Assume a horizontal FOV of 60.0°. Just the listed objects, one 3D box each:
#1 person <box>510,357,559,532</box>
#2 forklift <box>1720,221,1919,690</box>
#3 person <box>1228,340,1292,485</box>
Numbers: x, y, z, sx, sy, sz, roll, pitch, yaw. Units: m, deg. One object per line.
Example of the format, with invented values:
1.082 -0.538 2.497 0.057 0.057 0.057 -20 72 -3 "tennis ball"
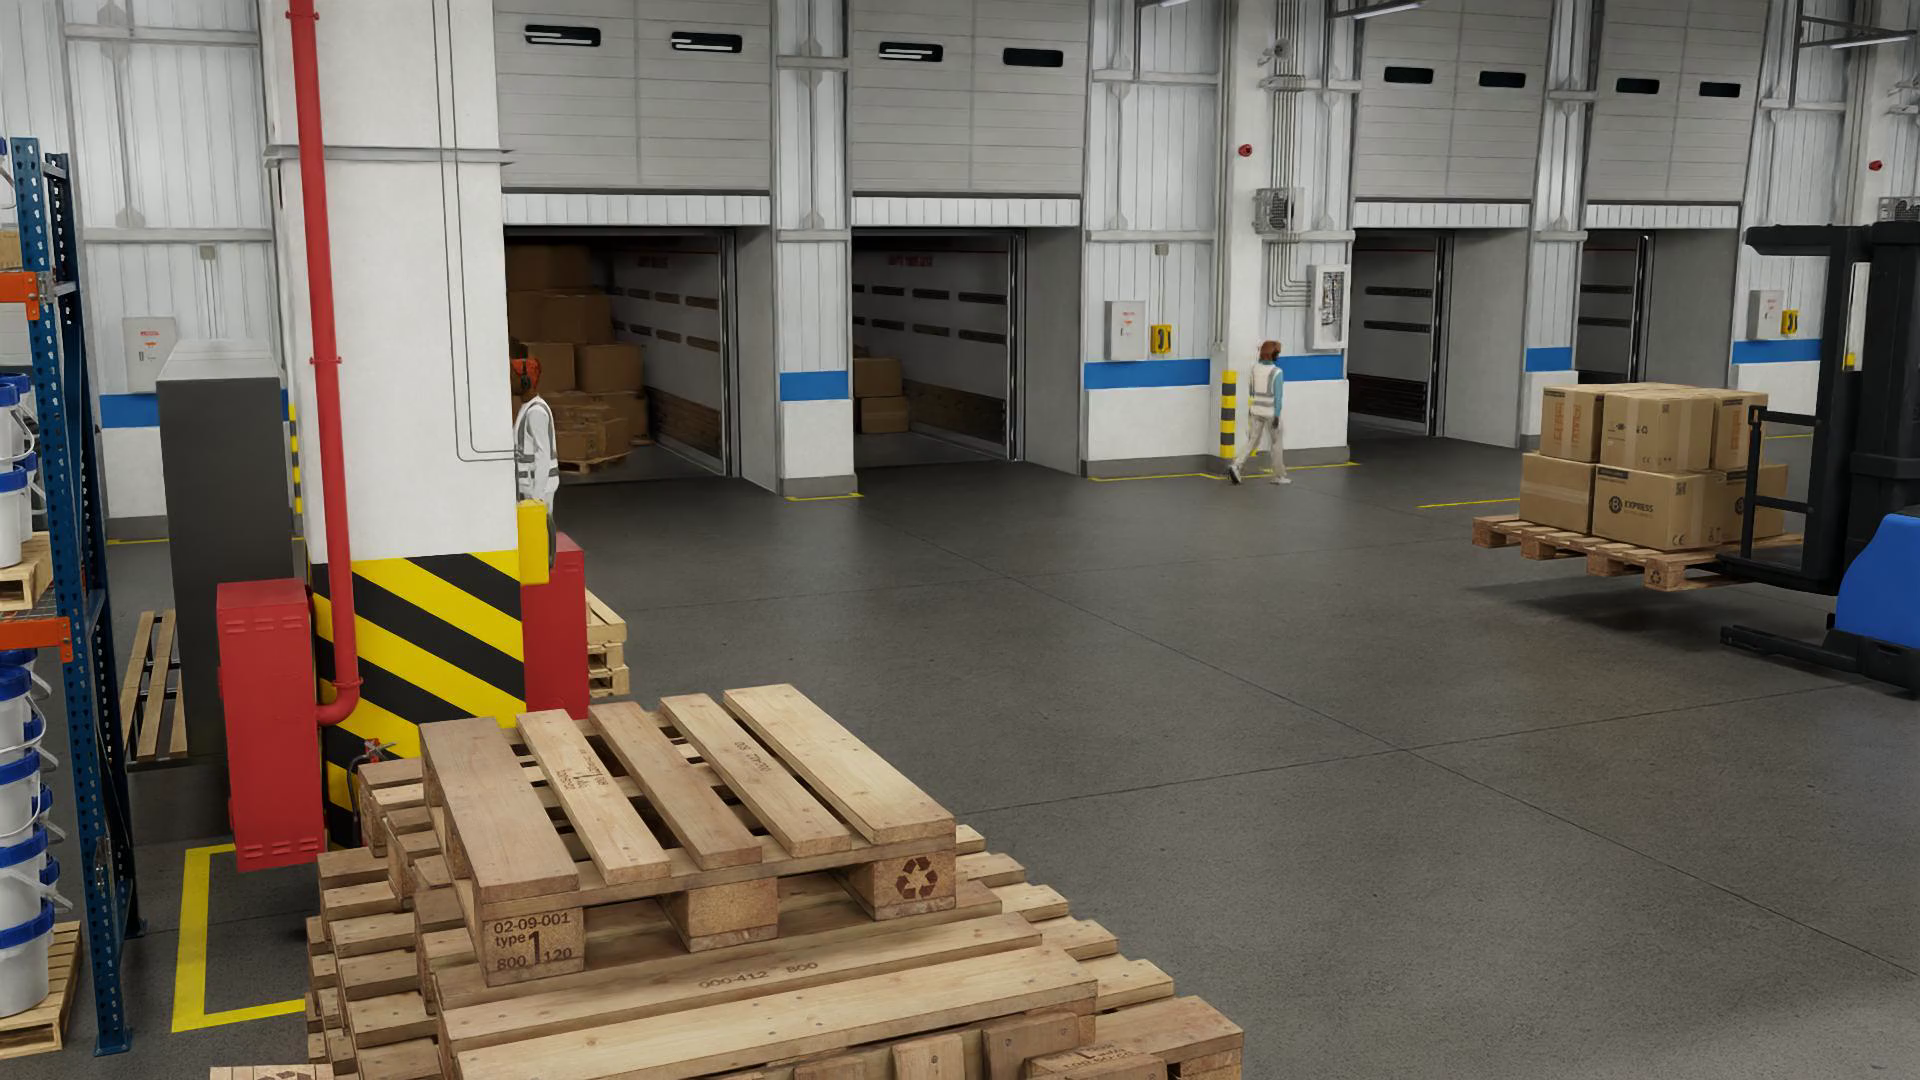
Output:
-3.061 -0.372 11.983 0.337 1.882 0.584 -3 11 -18 "person"
5.949 -0.550 10.218 1.129 2.768 1.873 -4 11 -23 "forklift"
3.347 -1.400 18.373 0.742 1.614 0.513 -7 12 -34 "person"
